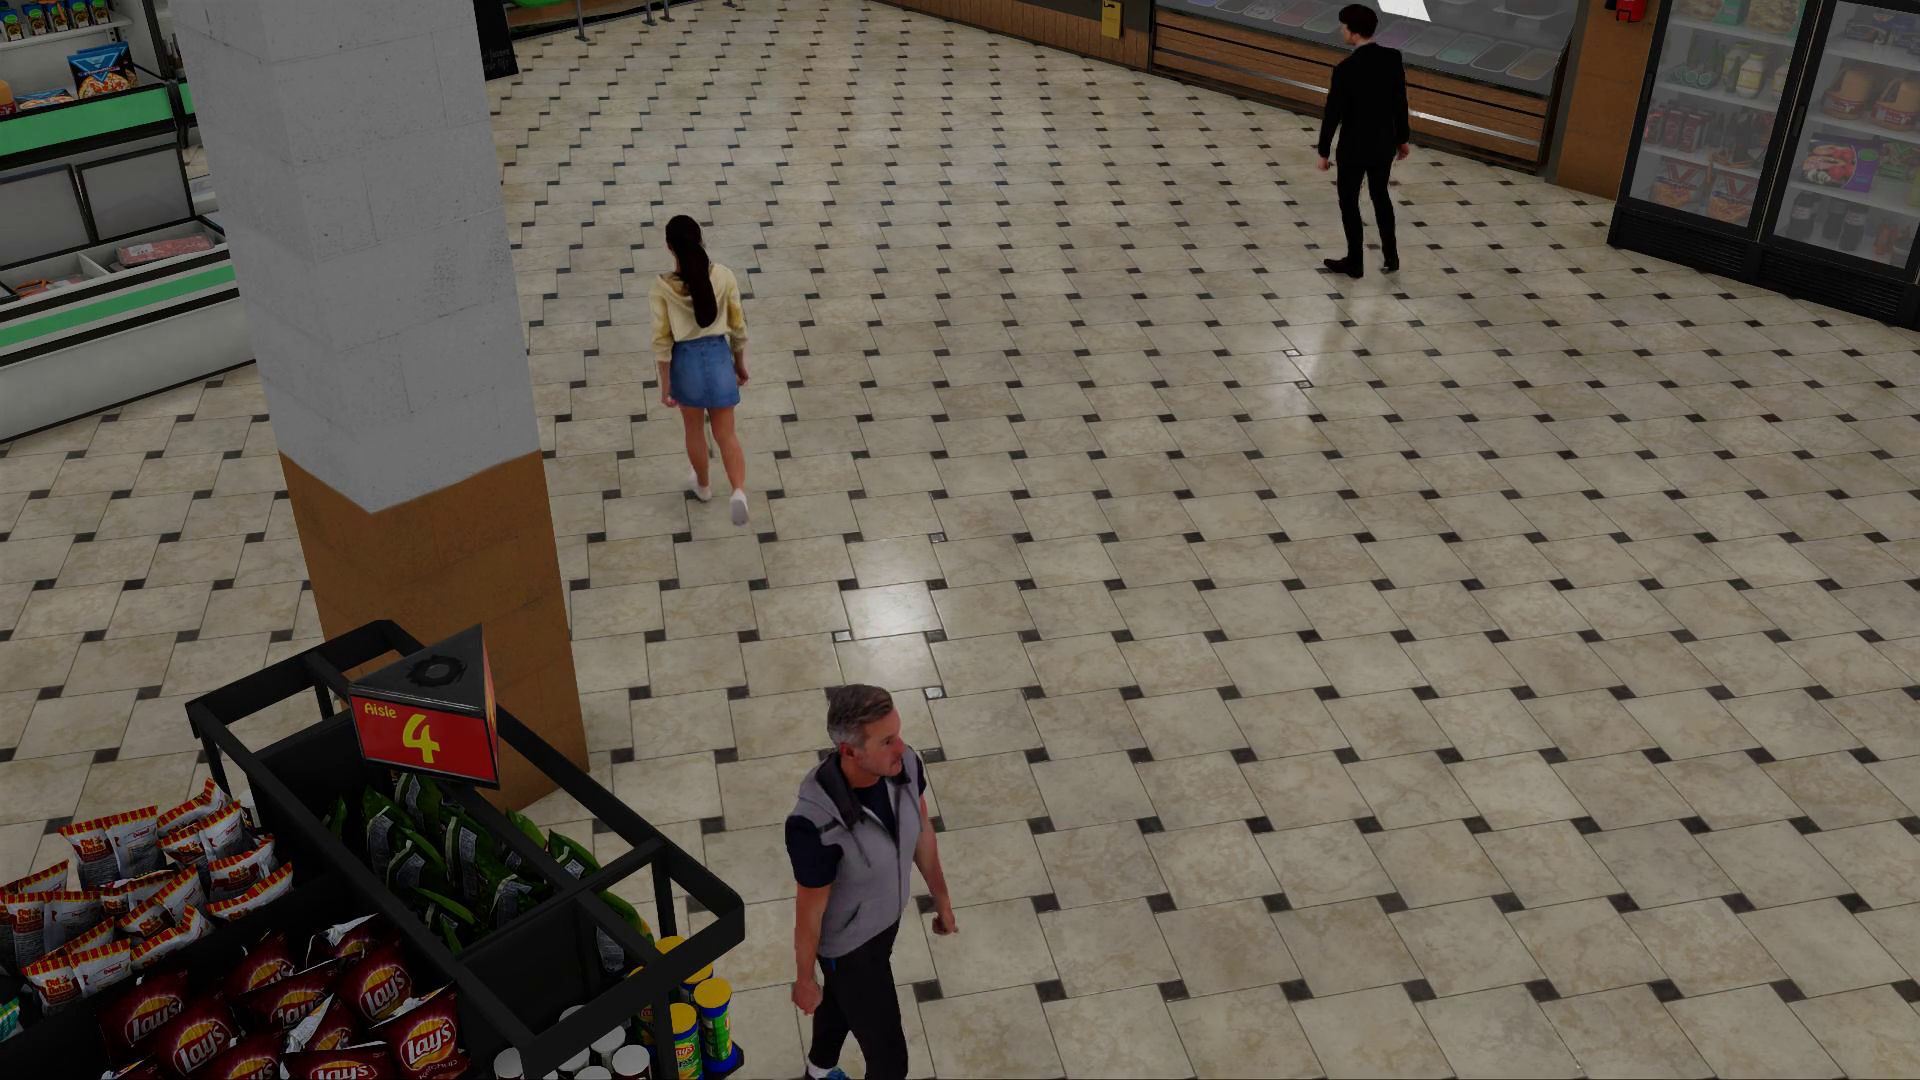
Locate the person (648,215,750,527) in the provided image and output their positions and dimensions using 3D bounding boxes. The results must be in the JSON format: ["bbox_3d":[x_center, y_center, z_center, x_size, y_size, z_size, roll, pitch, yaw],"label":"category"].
[{"bbox_3d":[-1.278,-0.801,8.357,1.074,1.605,0.970,-12,34,-18],"label":"person"}]

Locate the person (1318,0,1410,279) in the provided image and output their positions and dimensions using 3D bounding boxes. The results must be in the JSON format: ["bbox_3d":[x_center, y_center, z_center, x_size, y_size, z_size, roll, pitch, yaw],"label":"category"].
[{"bbox_3d":[2.721,-2.600,11.023,0.855,1.842,0.999,-3,32,-5],"label":"person"}]

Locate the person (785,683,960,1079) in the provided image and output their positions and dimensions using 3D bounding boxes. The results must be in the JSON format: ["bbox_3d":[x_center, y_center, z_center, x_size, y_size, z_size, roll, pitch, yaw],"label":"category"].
[{"bbox_3d":[-0.392,1.157,5.030,0.930,1.796,0.966,16,35,24],"label":"person"}]
